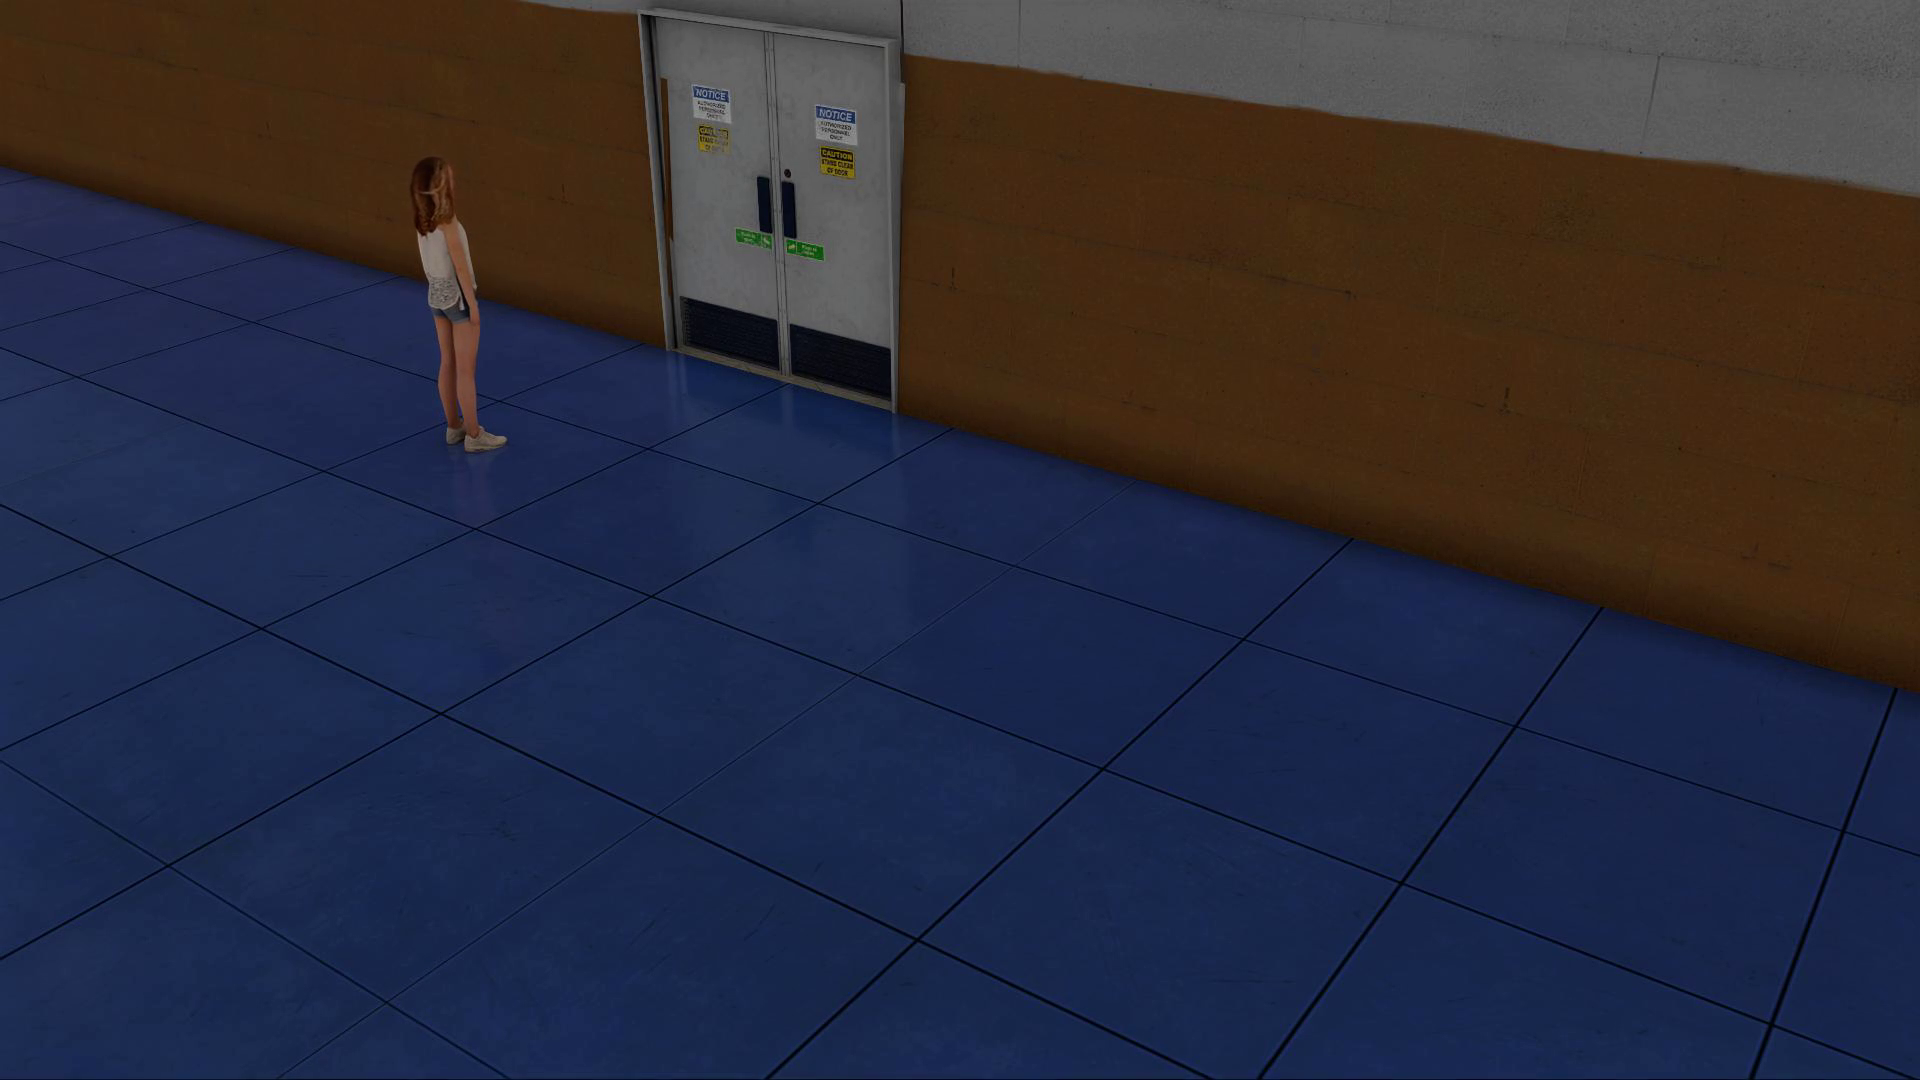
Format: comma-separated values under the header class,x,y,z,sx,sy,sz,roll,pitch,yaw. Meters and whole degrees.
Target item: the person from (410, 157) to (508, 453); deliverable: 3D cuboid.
class,x,y,z,sx,sy,sz,roll,pitch,yaw
person,-2.997,-1.375,9.776,0.600,1.757,0.558,24,35,39
